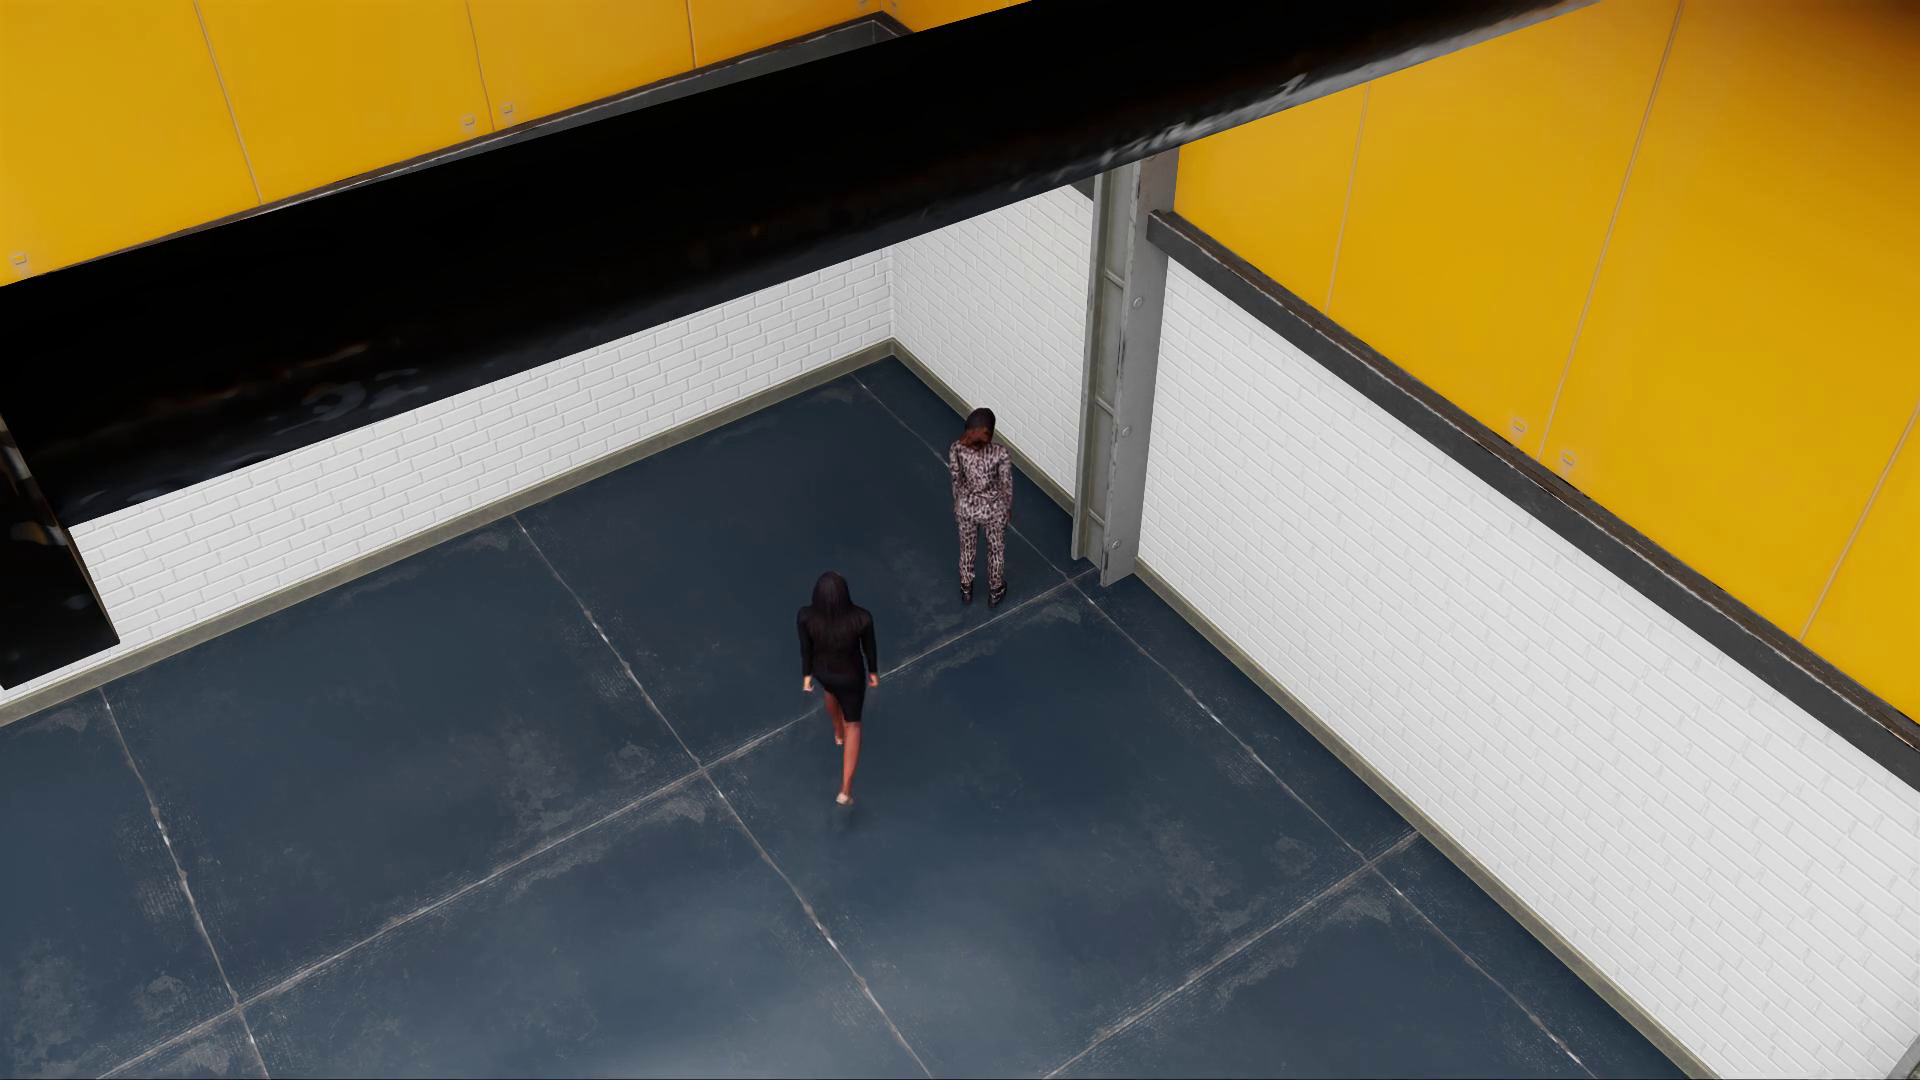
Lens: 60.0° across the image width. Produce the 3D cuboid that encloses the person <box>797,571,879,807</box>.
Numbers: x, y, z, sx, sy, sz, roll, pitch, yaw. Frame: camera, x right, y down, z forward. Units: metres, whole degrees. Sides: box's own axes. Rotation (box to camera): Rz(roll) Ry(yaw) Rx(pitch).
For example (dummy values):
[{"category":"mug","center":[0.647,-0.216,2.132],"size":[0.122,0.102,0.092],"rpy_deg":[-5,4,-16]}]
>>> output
[{"category":"person","center":[-0.741,0.897,10.129],"size":[1.082,1.688,1.192],"rpy_deg":[4,44,4]}]

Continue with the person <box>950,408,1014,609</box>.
[{"category":"person","center":[0.143,-0.217,11.280],"size":[0.681,1.714,0.744],"rpy_deg":[8,44,9]}]
